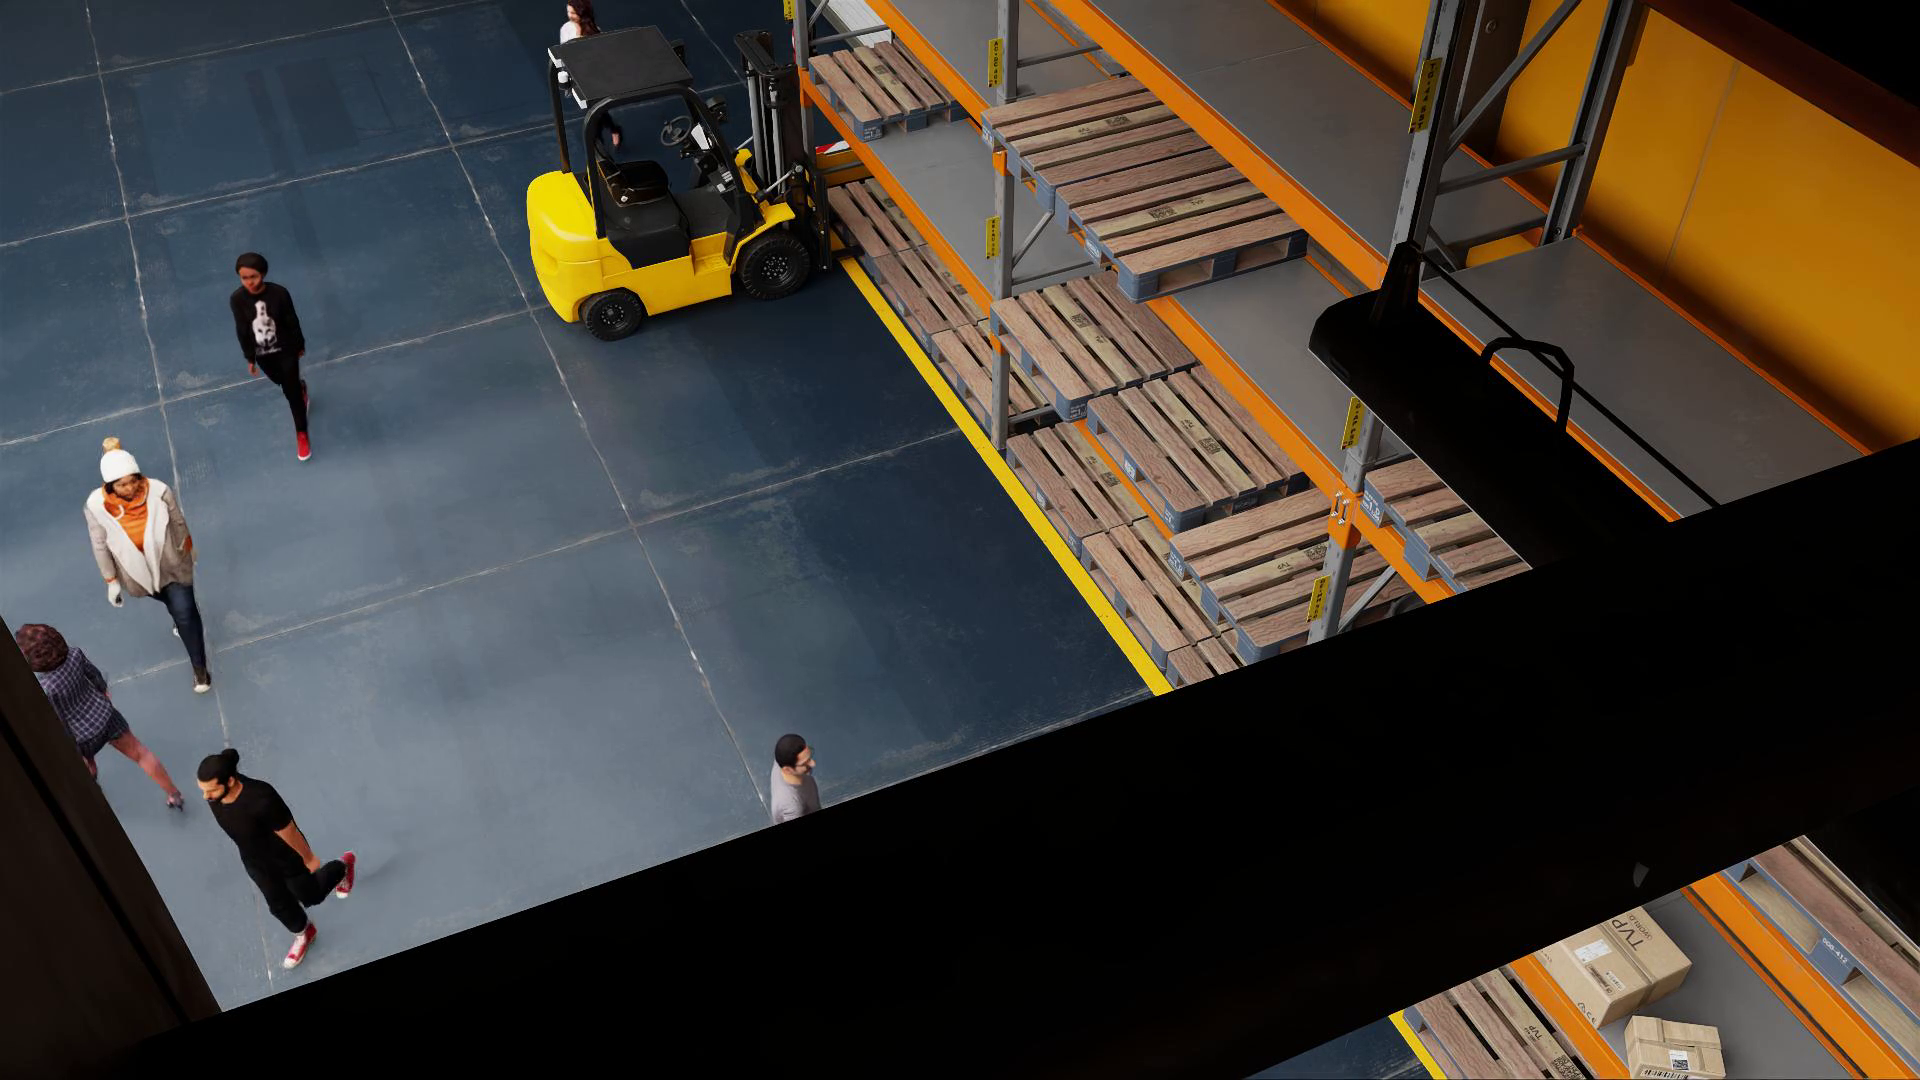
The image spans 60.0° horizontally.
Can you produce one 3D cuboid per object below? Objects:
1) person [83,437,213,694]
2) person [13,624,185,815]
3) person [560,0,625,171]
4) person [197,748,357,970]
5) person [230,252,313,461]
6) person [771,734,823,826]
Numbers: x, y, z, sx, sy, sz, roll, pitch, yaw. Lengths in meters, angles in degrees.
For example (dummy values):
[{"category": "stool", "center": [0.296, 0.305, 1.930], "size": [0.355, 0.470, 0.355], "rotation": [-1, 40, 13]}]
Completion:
[{"category": "person", "center": [-5.258, 0.049, 10.800], "size": [0.789, 1.842, 1.233], "rotation": [-12, 45, -13]}, {"category": "person", "center": [-5.048, 1.130, 9.809], "size": [1.119, 1.644, 1.096], "rotation": [13, 45, 13]}, {"category": "person", "center": [-3.358, -4.200, 15.322], "size": [1.097, 1.756, 1.174], "rotation": [13, 45, 14]}, {"category": "person", "center": [-3.740, 1.661, 9.189], "size": [0.958, 1.731, 1.038], "rotation": [15, 46, 15]}, {"category": "person", "center": [-5.172, -1.475, 12.546], "size": [0.768, 1.640, 1.151], "rotation": [-7, 44, -7]}, {"category": "person", "center": [-0.888, 1.680, 9.153], "size": [0.720, 1.753, 0.548], "rotation": [-9, 44, -10]}]
